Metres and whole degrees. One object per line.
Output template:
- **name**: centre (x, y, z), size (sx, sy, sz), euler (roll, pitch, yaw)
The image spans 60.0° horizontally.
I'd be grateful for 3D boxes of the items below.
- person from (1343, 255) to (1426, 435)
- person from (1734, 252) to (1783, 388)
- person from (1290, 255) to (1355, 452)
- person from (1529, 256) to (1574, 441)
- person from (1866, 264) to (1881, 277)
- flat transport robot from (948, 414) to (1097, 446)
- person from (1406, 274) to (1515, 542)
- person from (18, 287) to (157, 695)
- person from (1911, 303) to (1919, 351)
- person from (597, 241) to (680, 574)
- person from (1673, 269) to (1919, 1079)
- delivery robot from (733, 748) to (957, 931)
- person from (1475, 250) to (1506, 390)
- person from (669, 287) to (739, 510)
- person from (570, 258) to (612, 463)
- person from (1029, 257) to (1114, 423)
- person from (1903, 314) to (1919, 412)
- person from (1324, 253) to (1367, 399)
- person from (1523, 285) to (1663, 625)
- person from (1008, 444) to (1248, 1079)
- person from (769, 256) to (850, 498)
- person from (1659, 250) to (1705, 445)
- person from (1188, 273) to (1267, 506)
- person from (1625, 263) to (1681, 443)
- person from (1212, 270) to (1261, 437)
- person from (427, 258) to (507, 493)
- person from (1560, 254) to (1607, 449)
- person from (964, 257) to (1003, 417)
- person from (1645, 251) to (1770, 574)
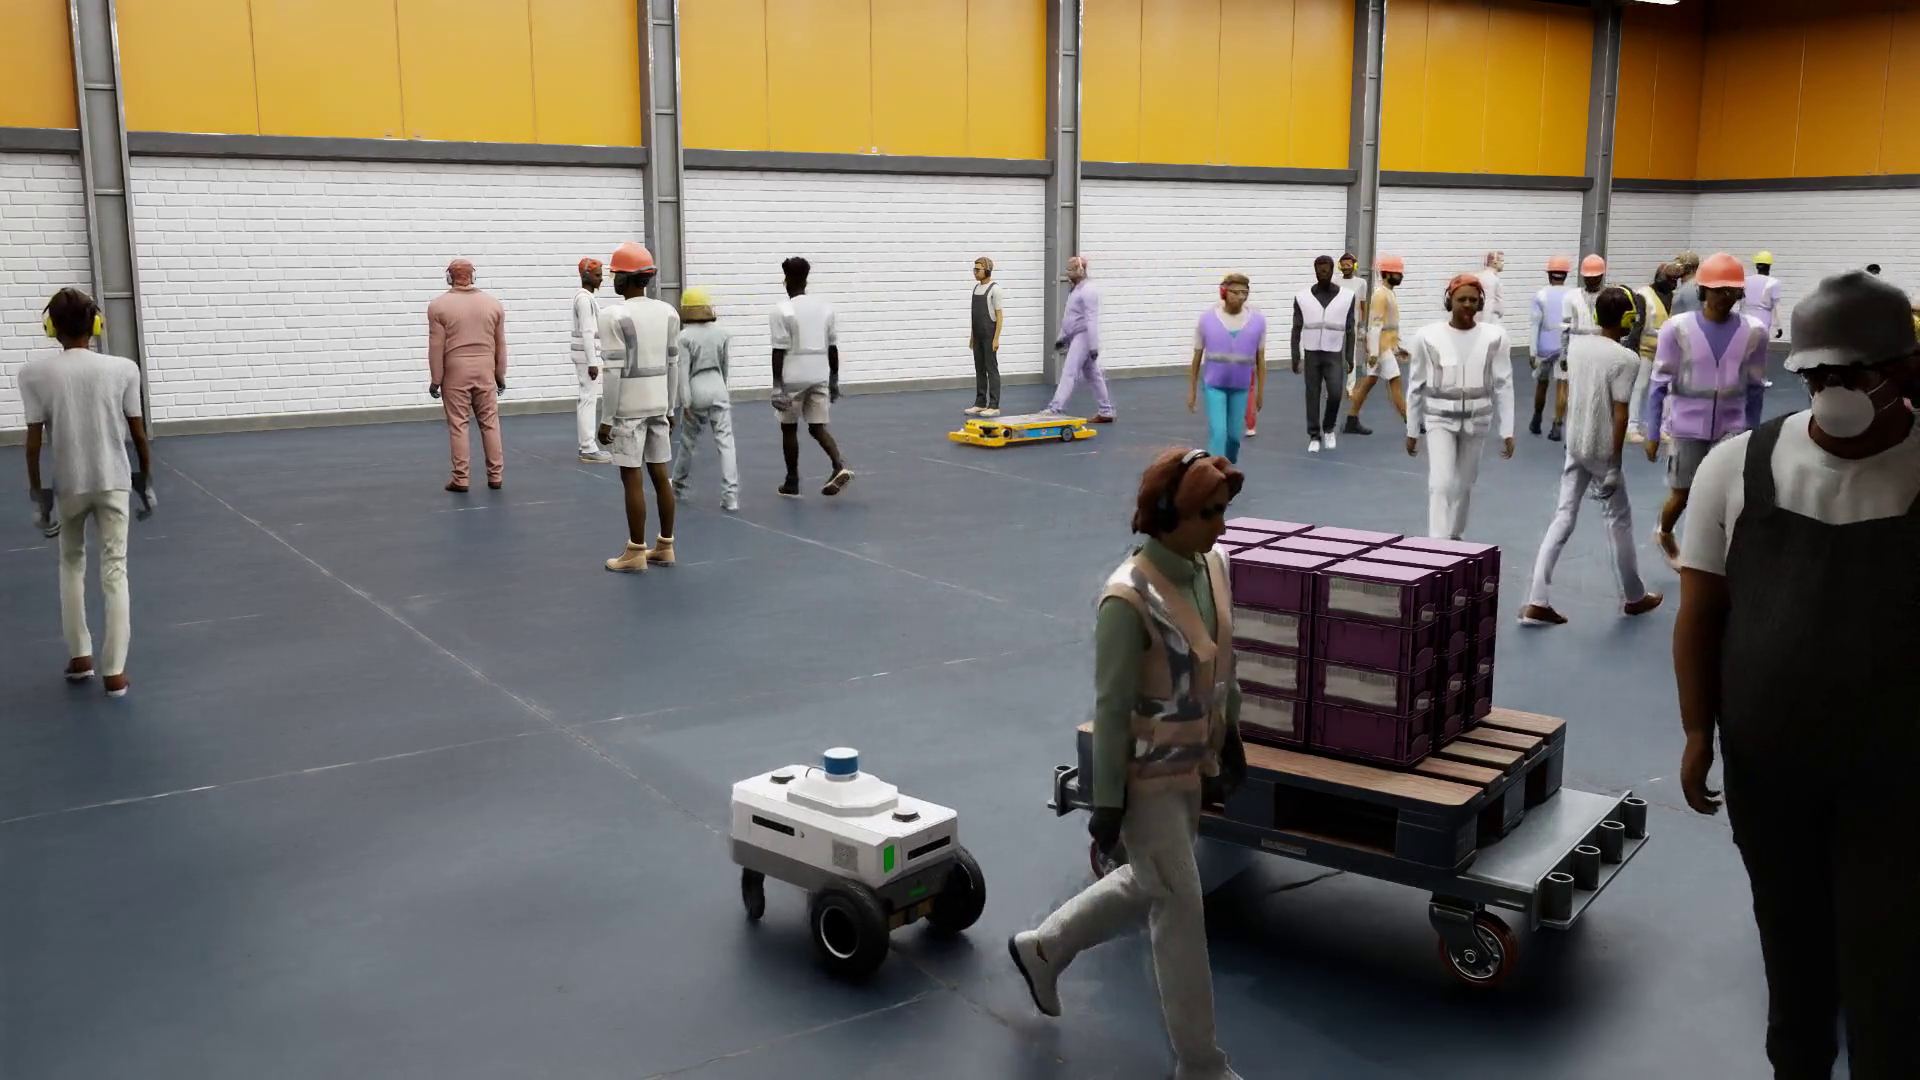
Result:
- **person**: centre (4.486, -2.014, 17.329), size (0.981, 1.883, 0.571), euler (4, 11, 20)
- **person**: centre (10.805, -2.958, 22.542), size (1.003, 1.884, 0.609), euler (-7, 12, -34)
- **person**: centre (3.501, -1.794, 16.084), size (0.615, 1.901, 0.449), euler (2, 11, 12)
- **person**: centre (6.163, -1.989, 17.225), size (0.544, 1.878, 0.989), euler (2, 11, 13)
- **person**: centre (14.733, -3.668, 27.071), size (0.550, 1.648, 0.893), euler (1, 10, 5)
- **flat transport robot**: centre (0.646, -1.133, 16.936), size (1.431, 0.197, 0.652), euler (-8, 13, -36)
- **person**: centre (3.002, -0.646, 9.941), size (0.603, 1.843, 0.913), euler (1, 10, 4)
- **person**: centre (-4.005, -0.229, 7.699), size (0.509, 1.836, 0.739), euler (-5, 11, -25)
- **person**: centre (6.391, -0.769, 11.199), size (0.523, 1.636, 0.311), euler (8, 13, 36)
- **person**: centre (-2.003, -0.814, 10.314), size (0.364, 2.048, 0.611), euler (7, 13, 35)
- **person**: centre (1.844, 0.422, 3.558), size (0.689, 2.000, 0.804), euler (9, 13, 40)
- **delivery robot**: centre (-0.352, 0.863, 4.959), size (0.707, 0.478, 0.477), euler (9, 14, 40)
- **person**: centre (7.184, -2.948, 22.430), size (0.465, 1.888, 0.677), euler (2, 10, 9)
- **person**: centre (-1.997, -1.098, 12.851), size (0.502, 1.688, 0.938), euler (-7, 13, -34)
- **person**: centre (-3.422, -1.657, 15.385), size (0.355, 1.886, 0.572), euler (-3, 11, -14)
- **person**: centre (1.270, -2.194, 18.426), size (1.004, 1.854, 0.662), euler (-1, 10, -4)
- **person**: centre (4.867, -0.348, 8.718), size (0.518, 1.715, 0.912), euler (7, 13, 35)
- **person**: centre (4.966, -2.742, 21.403), size (0.513, 1.861, 0.329), euler (3, 11, 17)
- **person**: centre (3.429, -0.448, 8.934), size (0.963, 1.823, 0.503), euler (-6, 12, -30)
- **person**: centre (0.419, 0.546, 4.035), size (0.702, 1.610, 0.564), euler (7, 12, 32)
- **person**: centre (-1.175, -1.264, 13.101), size (0.648, 1.934, 0.714), euler (-8, 13, -39)
- **person**: centre (7.249, -1.923, 16.695), size (0.365, 1.939, 0.636), euler (4, 11, 19)
- **person**: centre (2.094, -1.205, 13.117), size (0.591, 1.814, 0.730), euler (-1, 10, -5)
- **person**: centre (7.002, -1.865, 16.711), size (0.674, 1.815, 0.611), euler (-3, 11, -16)
- **person**: centre (2.842, -1.906, 17.137), size (0.538, 1.738, 0.658), euler (3, 11, 16)
- **person**: centre (-4.037, -1.344, 13.617), size (0.652, 1.904, 0.402), euler (-7, 13, -35)
- **person**: centre (6.129, -1.812, 16.193), size (0.547, 1.907, 0.678), euler (3, 11, 18)
- **person**: centre (0.284, -2.351, 19.297), size (0.331, 1.844, 0.519), euler (-7, 13, -36)
- **person**: centre (4.305, -0.673, 9.684), size (0.644, 2.005, 0.850), euler (2, 11, 10)
